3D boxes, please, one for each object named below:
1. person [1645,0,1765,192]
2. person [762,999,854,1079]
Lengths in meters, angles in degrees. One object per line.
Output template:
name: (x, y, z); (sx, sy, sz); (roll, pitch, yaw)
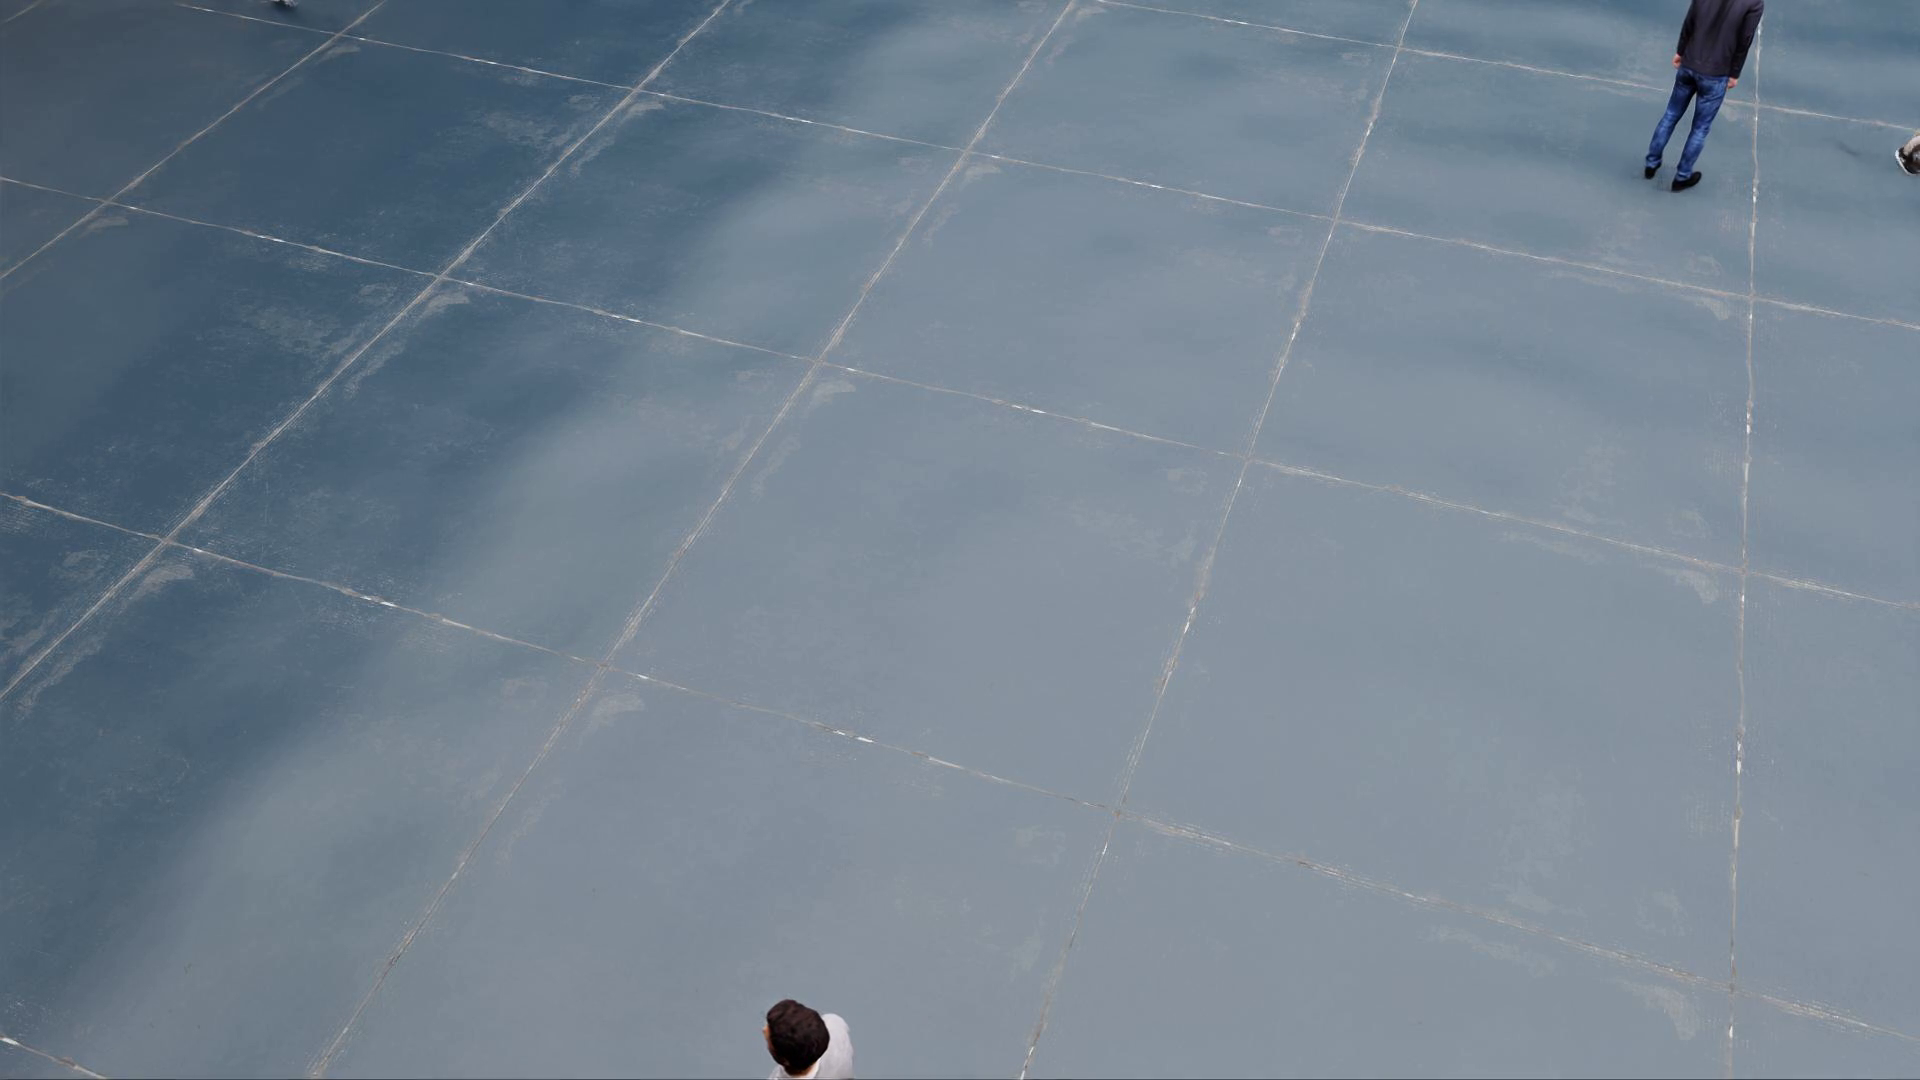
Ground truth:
person: (5.597, -3.549, 12.493); (0.839, 1.883, 0.715); (-32, 52, -30)
person: (-0.549, 2.289, 6.211); (0.610, 1.923, 0.729); (15, 45, 16)
